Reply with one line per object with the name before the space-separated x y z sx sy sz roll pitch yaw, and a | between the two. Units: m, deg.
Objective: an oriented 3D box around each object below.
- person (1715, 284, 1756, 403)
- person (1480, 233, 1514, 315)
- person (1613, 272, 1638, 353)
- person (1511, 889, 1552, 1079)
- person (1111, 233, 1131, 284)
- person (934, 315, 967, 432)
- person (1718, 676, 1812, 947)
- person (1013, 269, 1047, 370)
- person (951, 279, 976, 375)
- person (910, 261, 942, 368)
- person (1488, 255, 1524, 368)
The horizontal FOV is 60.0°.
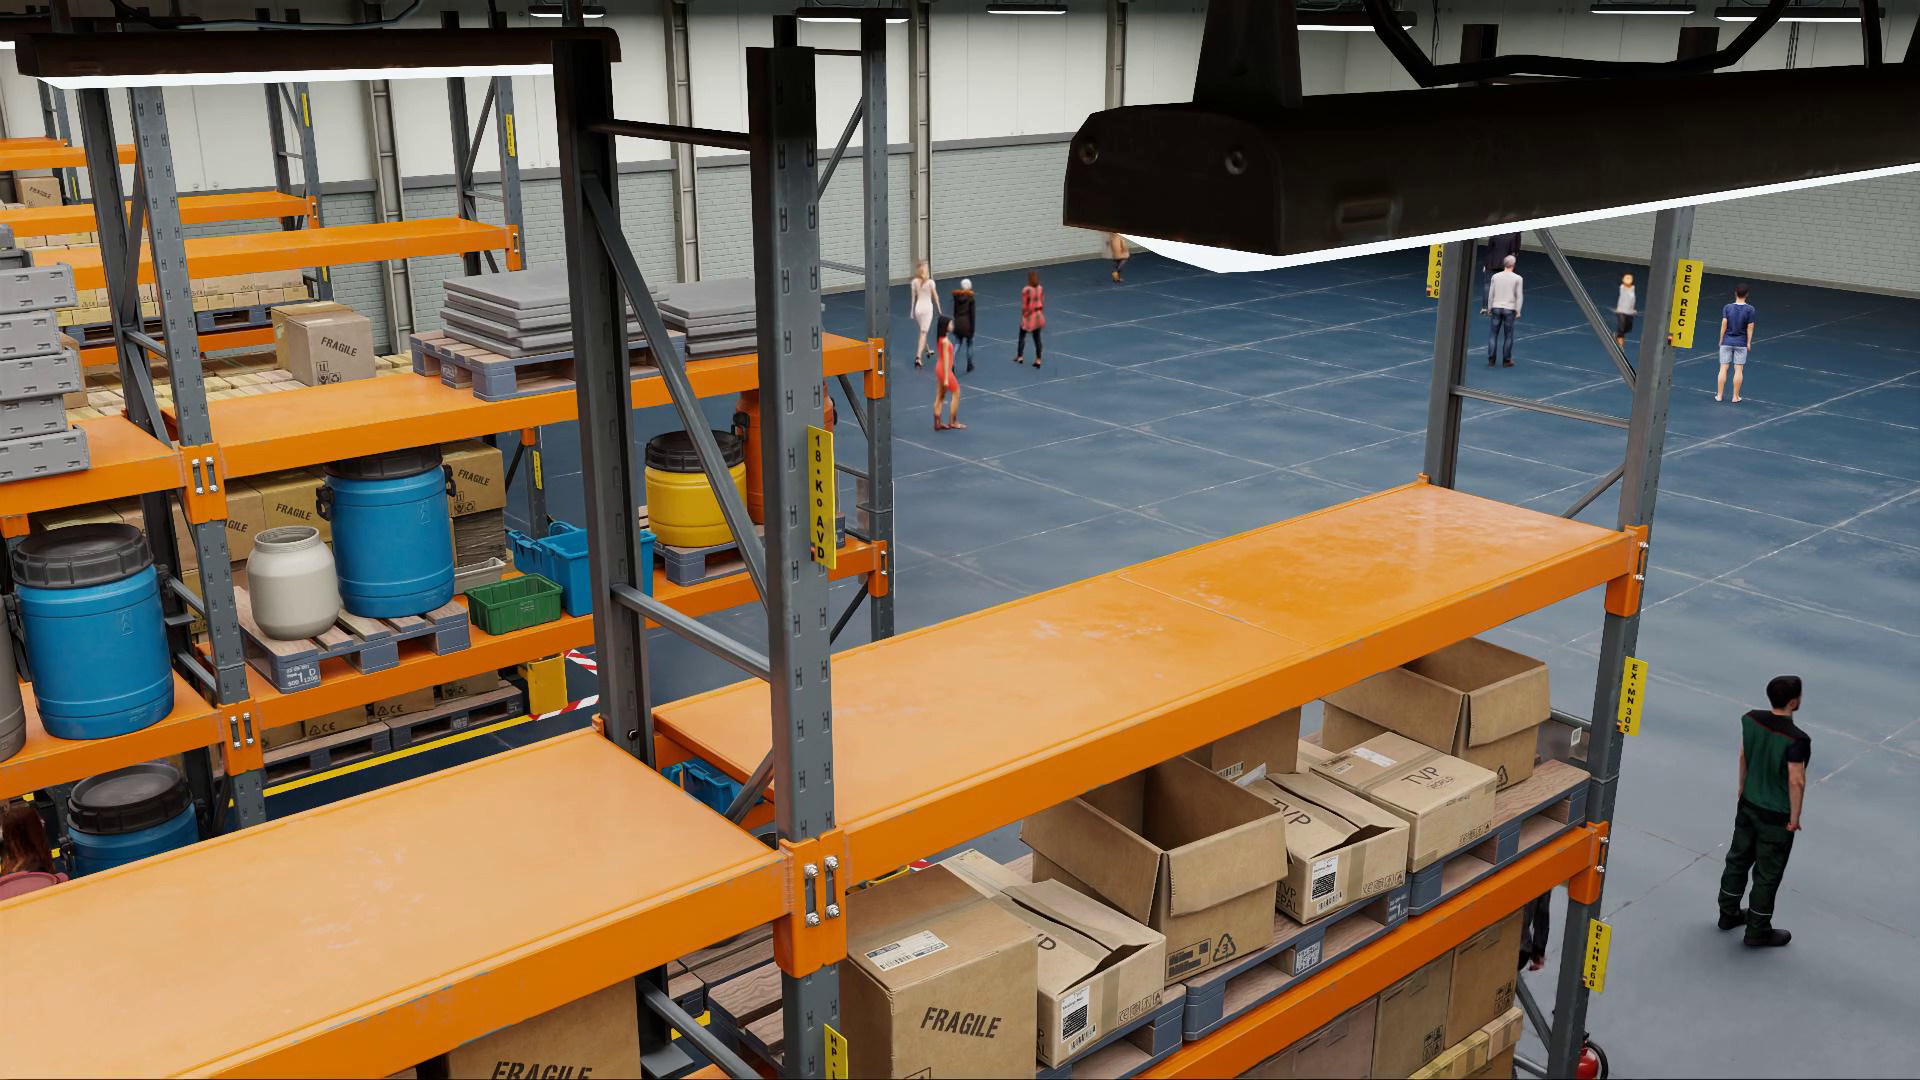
person | 12.224 -3.110 26.241 0.693 1.847 0.671 9 20 27
person | 9.707 -4.968 30.210 0.820 1.782 0.789 1 18 4
person | 12.101 -4.211 30.280 0.929 1.439 0.981 1 18 4
person | 3.092 2.380 9.435 1.153 1.815 1.052 -5 19 -14
person | 3.499 -6.603 37.183 0.740 1.714 0.656 -13 22 -34
person | -0.304 -2.422 24.355 0.822 1.706 0.760 -5 19 -16
person | 5.398 1.784 11.125 0.706 1.901 0.744 -6 19 -18
person | 1.284 -3.769 28.543 0.878 1.676 0.778 -11 21 -30
person | 0.023 -3.579 28.062 0.855 1.611 1.103 9 20 27
person | -0.660 -3.848 28.622 0.924 1.776 1.208 8 20 24
person | 9.408 -3.960 28.752 0.797 1.909 0.737 11 21 31
